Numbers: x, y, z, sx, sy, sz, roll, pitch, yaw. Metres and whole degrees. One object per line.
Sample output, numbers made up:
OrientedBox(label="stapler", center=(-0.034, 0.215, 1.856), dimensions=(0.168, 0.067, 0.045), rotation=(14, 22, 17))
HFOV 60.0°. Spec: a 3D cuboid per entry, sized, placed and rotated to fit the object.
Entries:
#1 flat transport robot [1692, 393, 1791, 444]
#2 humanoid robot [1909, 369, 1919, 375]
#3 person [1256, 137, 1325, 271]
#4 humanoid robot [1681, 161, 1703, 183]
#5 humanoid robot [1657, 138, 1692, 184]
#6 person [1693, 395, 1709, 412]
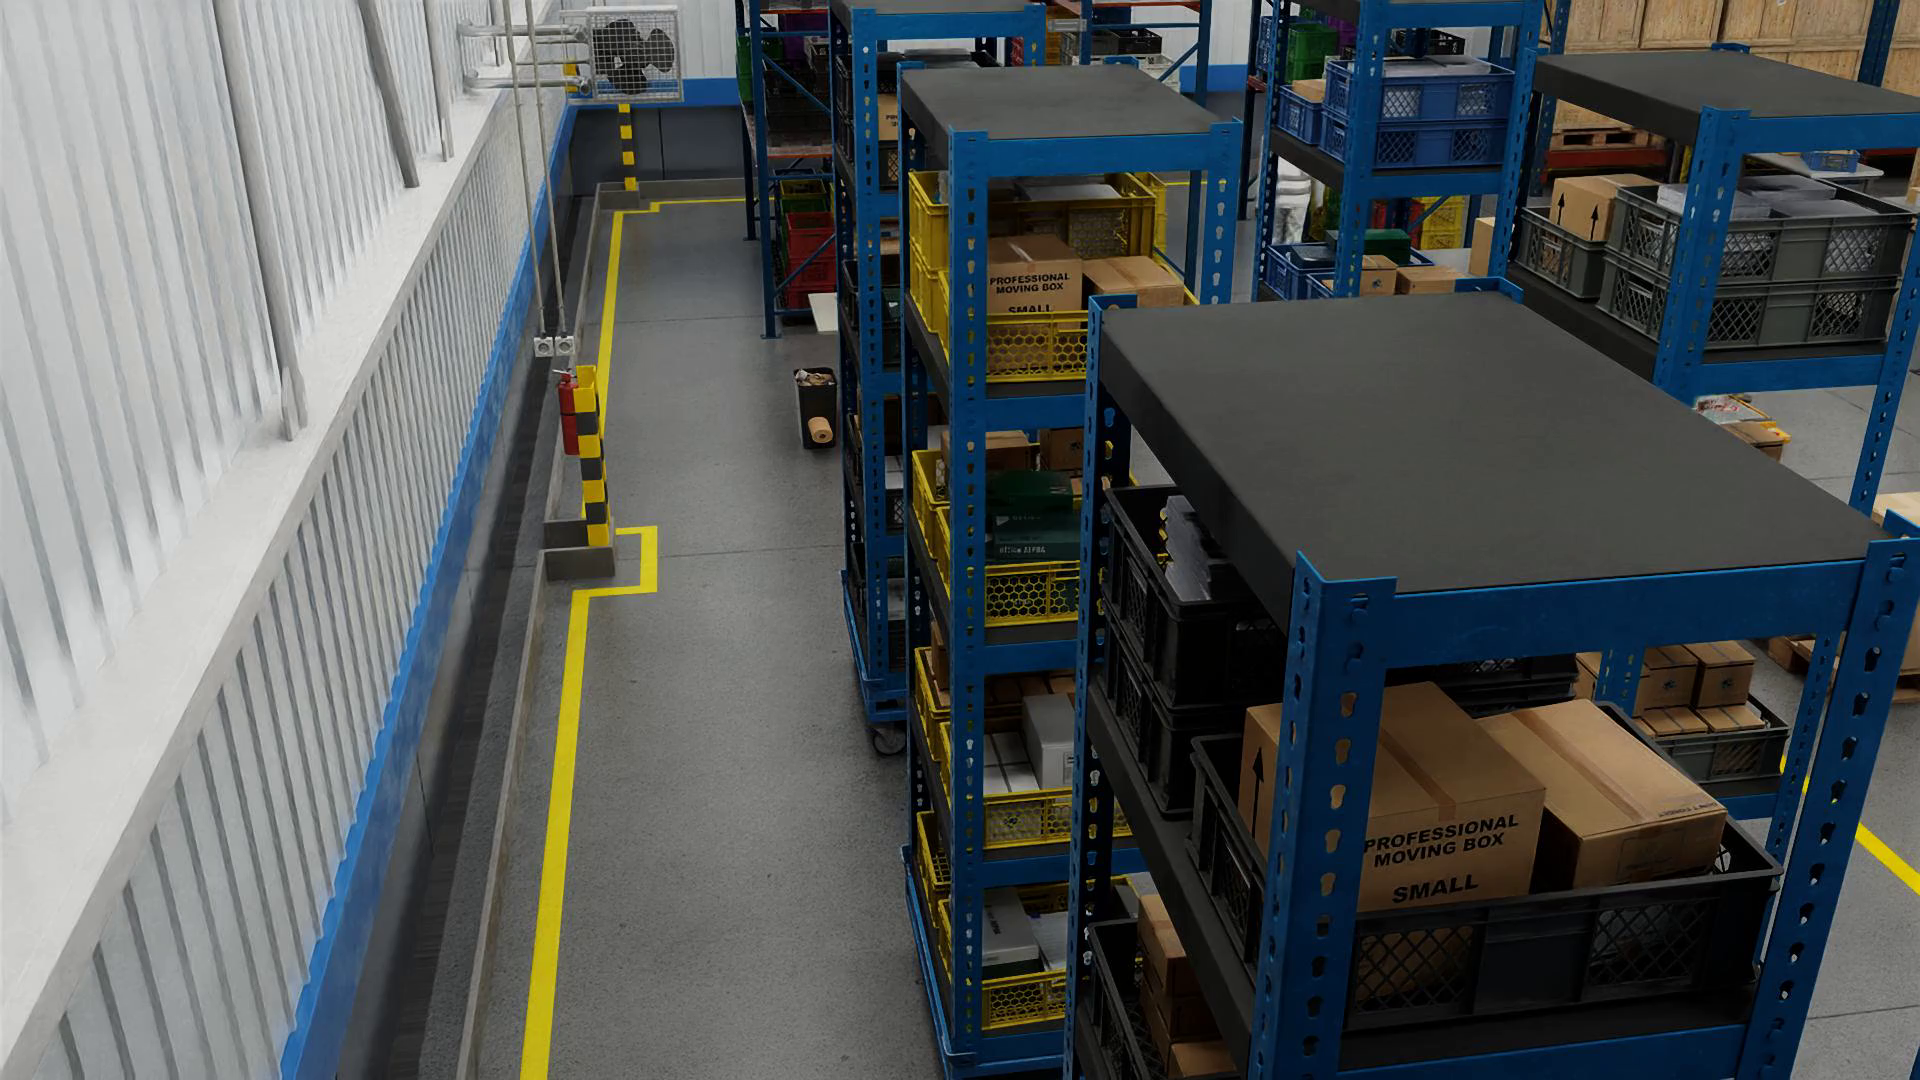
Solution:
OrientedBox(label="flat transport robot", center=(5.224, -0.859, 12.132), dimensions=(1.431, 0.197, 0.652), rotation=(-4, 25, -8))
OrientedBox(label="humanoid robot", center=(7.908, -1.950, 12.920), dimensions=(0.611, 1.631, 0.718), rotation=(-15, 29, -30))
OrientedBox(label="person", center=(3.025, -3.112, 15.158), dimensions=(0.590, 1.865, 0.741), rotation=(9, 26, 19))
OrientedBox(label="humanoid robot", center=(7.375, -3.661, 16.556), dimensions=(0.312, 1.657, 0.608), rotation=(4, 25, 10))
OrientedBox(label="humanoid robot", center=(7.849, -4.377, 18.157), dimensions=(0.633, 1.642, 0.594), rotation=(-8, 26, -16))
OrientedBox(label="person", center=(4.706, -1.046, 10.820), dimensions=(0.667, 1.724, 0.546), rotation=(-12, 27, -25))
